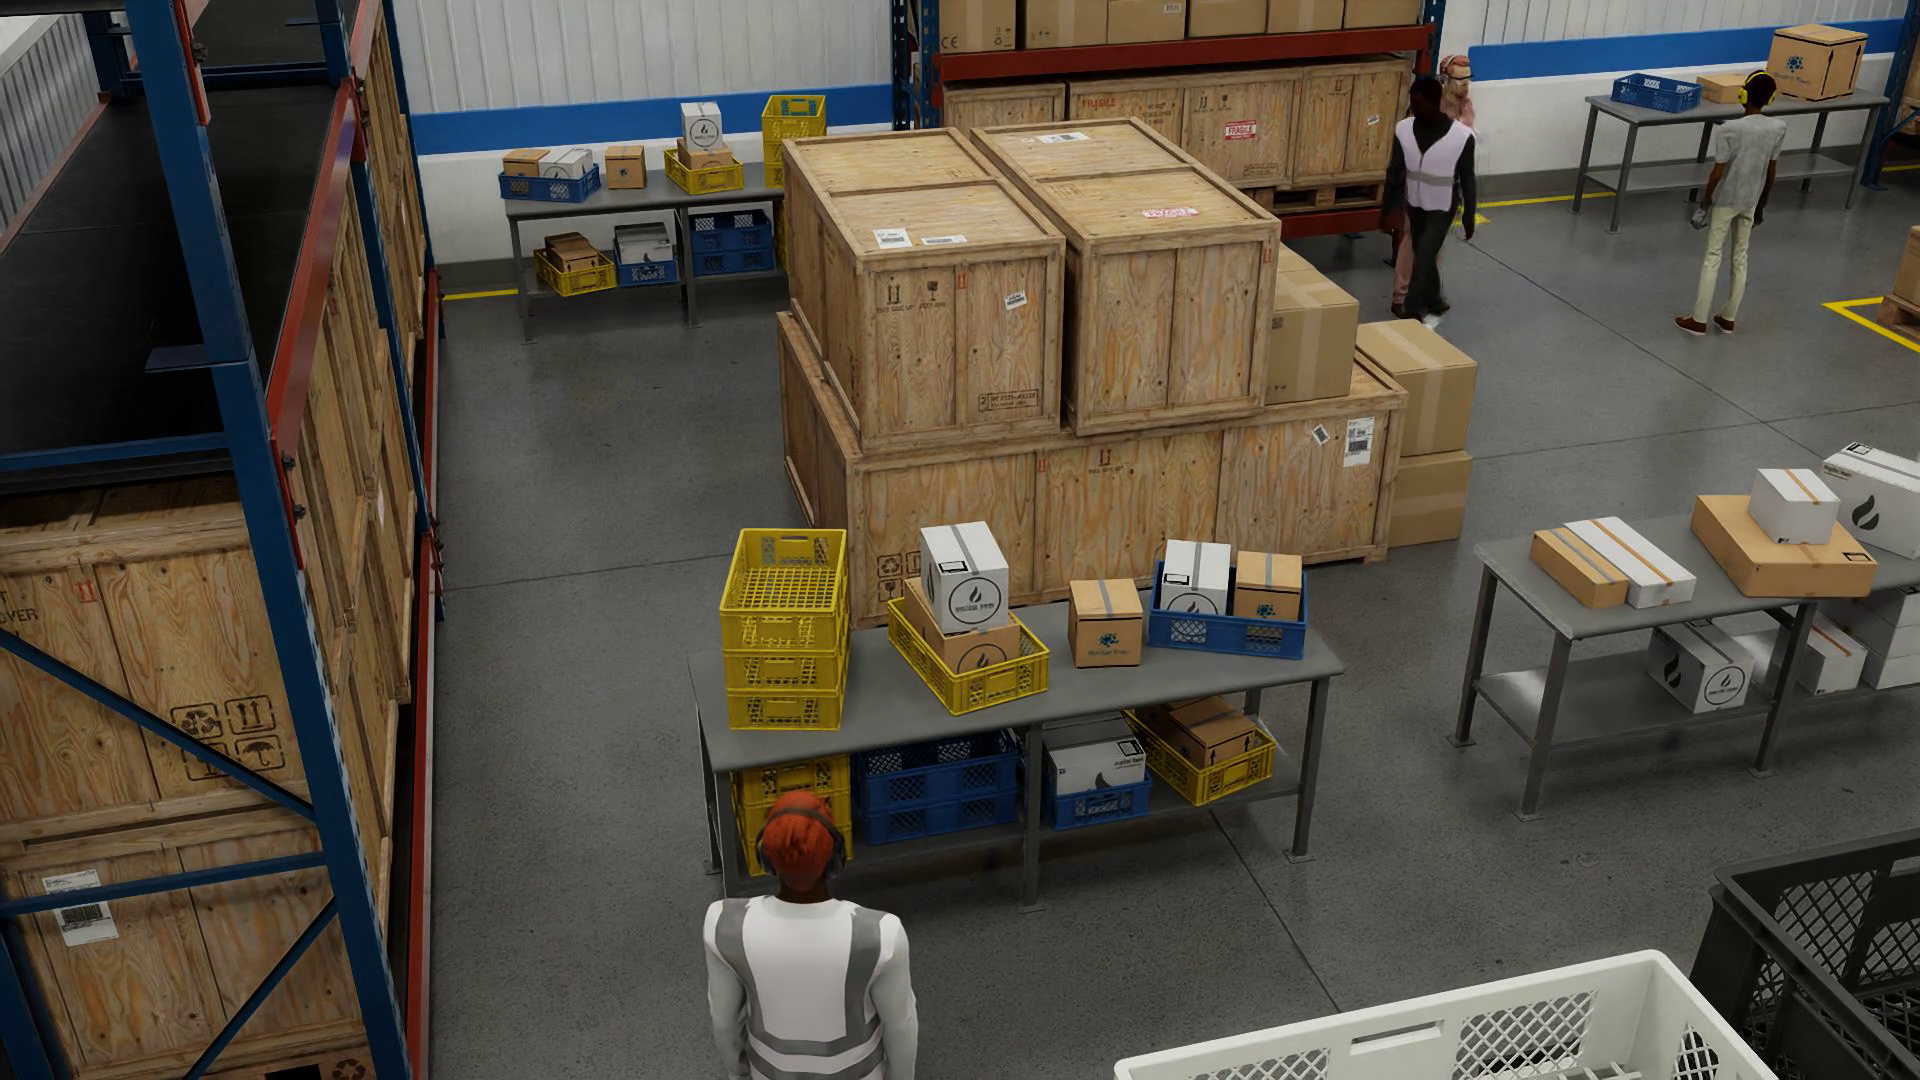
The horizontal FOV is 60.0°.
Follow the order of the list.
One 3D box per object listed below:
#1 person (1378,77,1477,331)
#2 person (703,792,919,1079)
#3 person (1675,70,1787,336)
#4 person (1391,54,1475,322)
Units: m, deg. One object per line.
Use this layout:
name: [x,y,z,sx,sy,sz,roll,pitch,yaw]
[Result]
person: [3.223,-2.279,11.582,0.905,1.858,0.634,-23,36,-35]
person: [-0.400,1.498,4.708,0.575,1.885,0.355,2,29,4]
person: [5.440,-2.361,11.726,0.521,1.873,0.328,-3,29,-5]
person: [3.457,-2.543,12.022,0.652,1.906,0.403,-23,36,-36]
